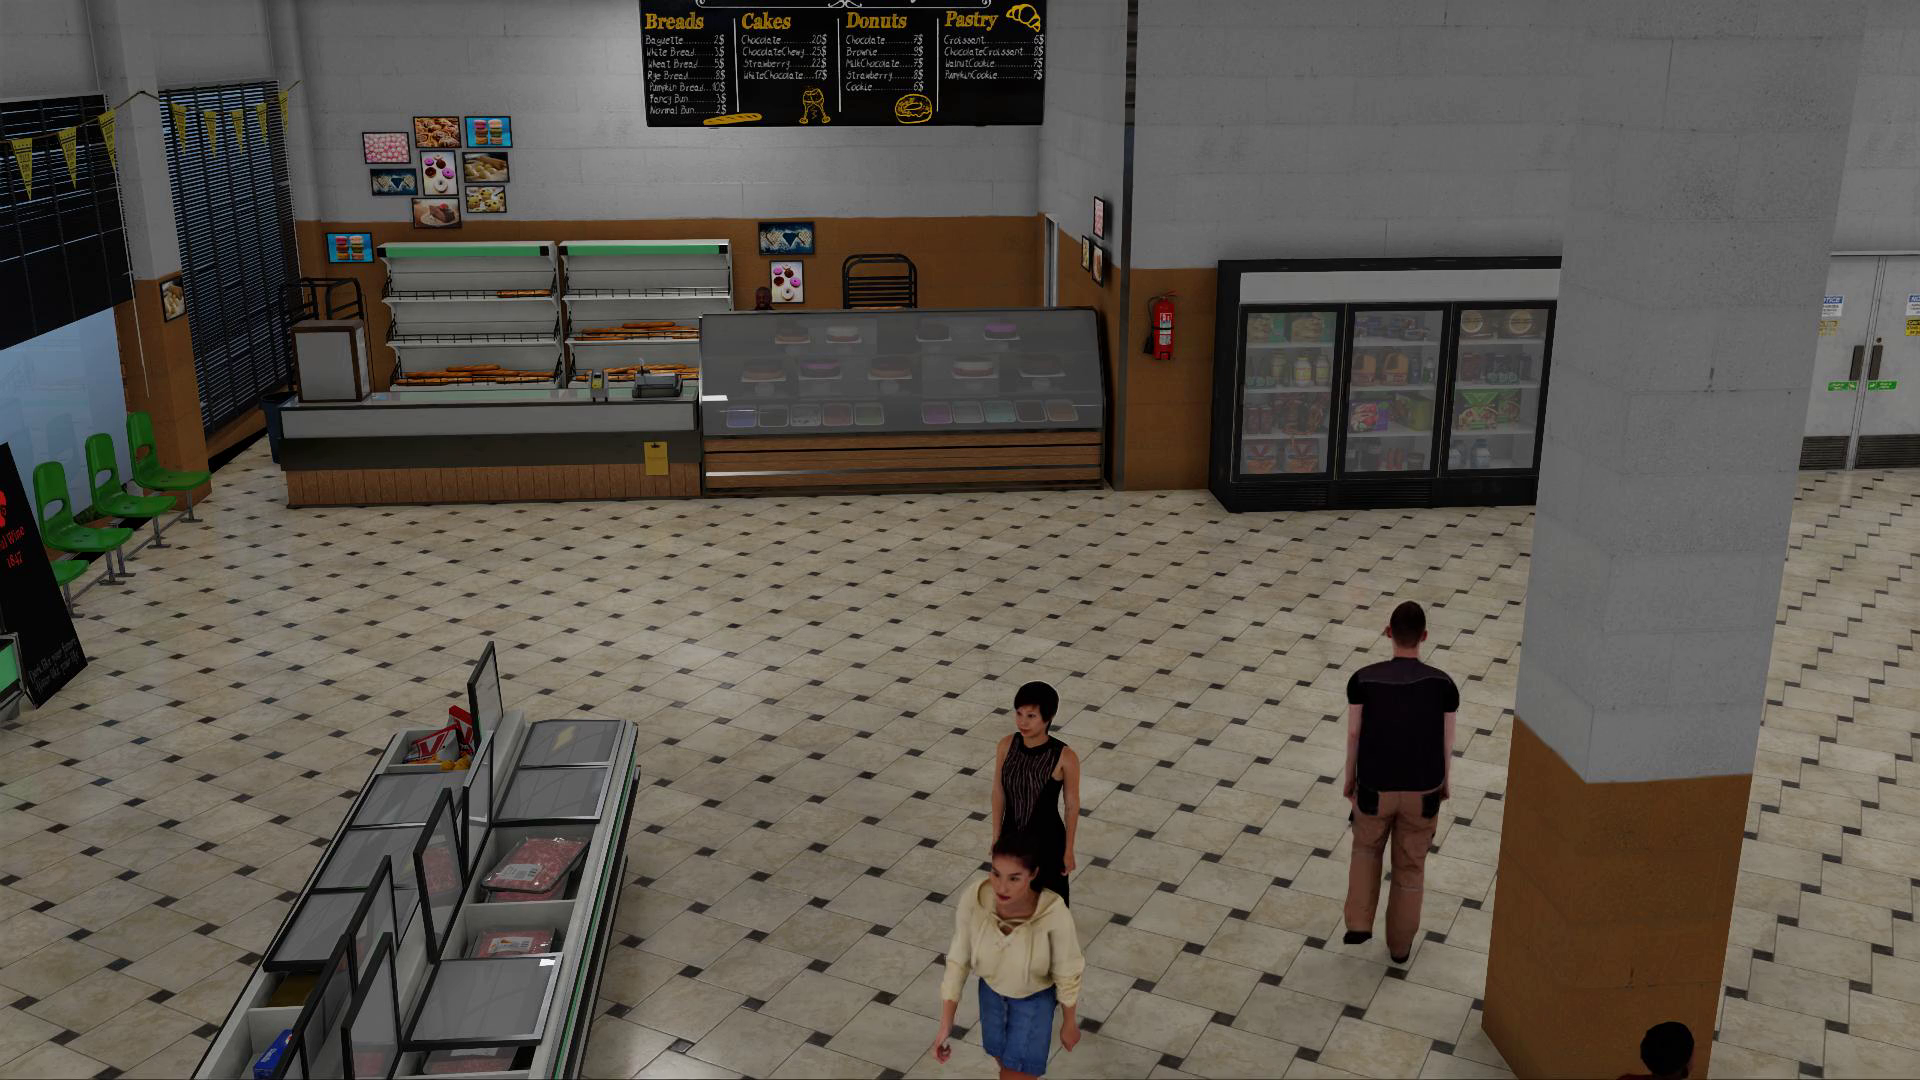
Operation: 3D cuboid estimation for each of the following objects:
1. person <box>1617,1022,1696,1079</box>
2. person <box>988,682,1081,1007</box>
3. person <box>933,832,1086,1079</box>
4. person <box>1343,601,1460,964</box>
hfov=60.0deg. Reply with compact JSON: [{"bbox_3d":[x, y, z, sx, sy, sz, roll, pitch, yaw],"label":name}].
[{"bbox_3d":[2.324,2.227,5.634,0.862,1.239,0.887,-13,21,-37],"label":"person"},{"bbox_3d":[0.353,1.407,7.707,0.662,1.604,0.676,8,19,26],"label":"person"},{"bbox_3d":[0.256,1.810,6.406,0.997,1.588,1.115,11,20,31],"label":"person"},{"bbox_3d":[2.096,1.212,7.966,0.810,1.826,0.857,5,18,17],"label":"person"}]
